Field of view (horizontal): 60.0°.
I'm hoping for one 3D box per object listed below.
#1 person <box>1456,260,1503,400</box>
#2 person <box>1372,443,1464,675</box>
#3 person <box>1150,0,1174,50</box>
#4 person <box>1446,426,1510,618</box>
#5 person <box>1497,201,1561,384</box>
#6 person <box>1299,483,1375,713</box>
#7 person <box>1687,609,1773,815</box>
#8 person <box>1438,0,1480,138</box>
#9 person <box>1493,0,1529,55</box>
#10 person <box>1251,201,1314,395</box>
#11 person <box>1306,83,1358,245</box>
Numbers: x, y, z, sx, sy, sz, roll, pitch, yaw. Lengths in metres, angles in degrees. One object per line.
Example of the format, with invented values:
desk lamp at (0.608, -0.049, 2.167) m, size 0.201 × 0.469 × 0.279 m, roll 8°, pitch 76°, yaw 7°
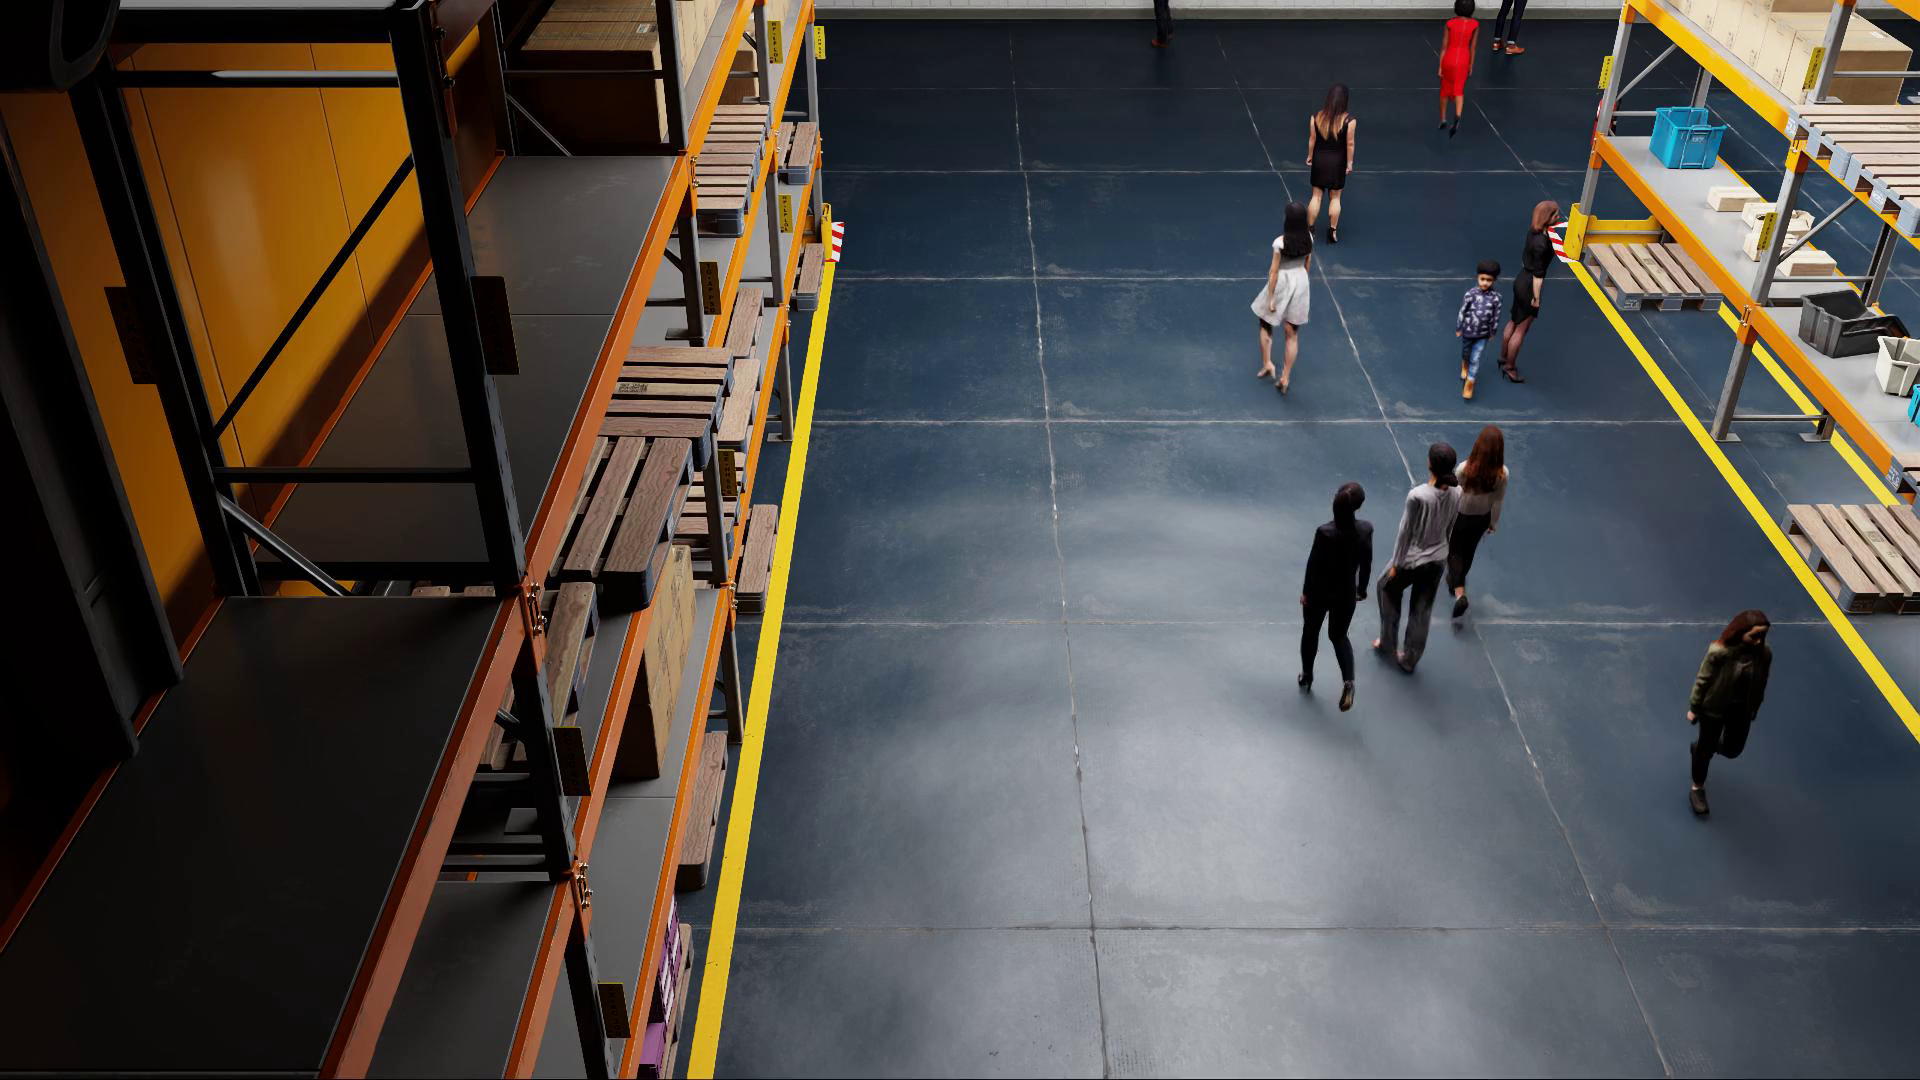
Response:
person at (4.645, -1.929, 14.925) m, size 0.678 × 1.231 × 0.904 m, roll 12°, pitch 35°, yaw 17°
person at (3.165, 0.179, 11.277) m, size 0.693 × 1.759 × 0.721 m, roll -7°, pitch 34°, yaw -11°
person at (2.900, -7.753, 23.182) m, size 0.823 × 1.789 × 0.824 m, roll -18°, pitch 38°, yaw -25°
person at (3.685, -0.123, 11.991) m, size 0.552 × 1.471 × 0.892 m, roll 2°, pitch 34°, yaw 3°
person at (5.115, -2.250, 14.980) m, size 0.659 × 1.704 × 0.456 m, roll 2°, pitch 34°, yaw 4°
person at (2.502, 0.420, 10.974) m, size 0.720 × 1.691 × 0.977 m, roll -8°, pitch 35°, yaw -12°
person at (4.719, 0.996, 10.309) m, size 0.593 × 1.469 × 0.704 m, roll 0°, pitch 34°, yaw 0°
person at (6.007, -5.688, 20.144) m, size 0.630 × 1.714 × 0.995 m, roll 2°, pitch 34°, yaw 4°
person at (7.726, -7.704, 23.083) m, size 0.850 × 1.817 × 0.743 m, roll -20°, pitch 39°, yaw -27°
person at (2.944, -2.107, 14.713) m, size 0.728 × 1.762 × 0.789 m, roll -8°, pitch 34°, yaw -11°
person at (3.897, -3.957, 17.540) m, size 0.747 × 1.712 × 0.746 m, roll 14°, pitch 36°, yaw 20°
